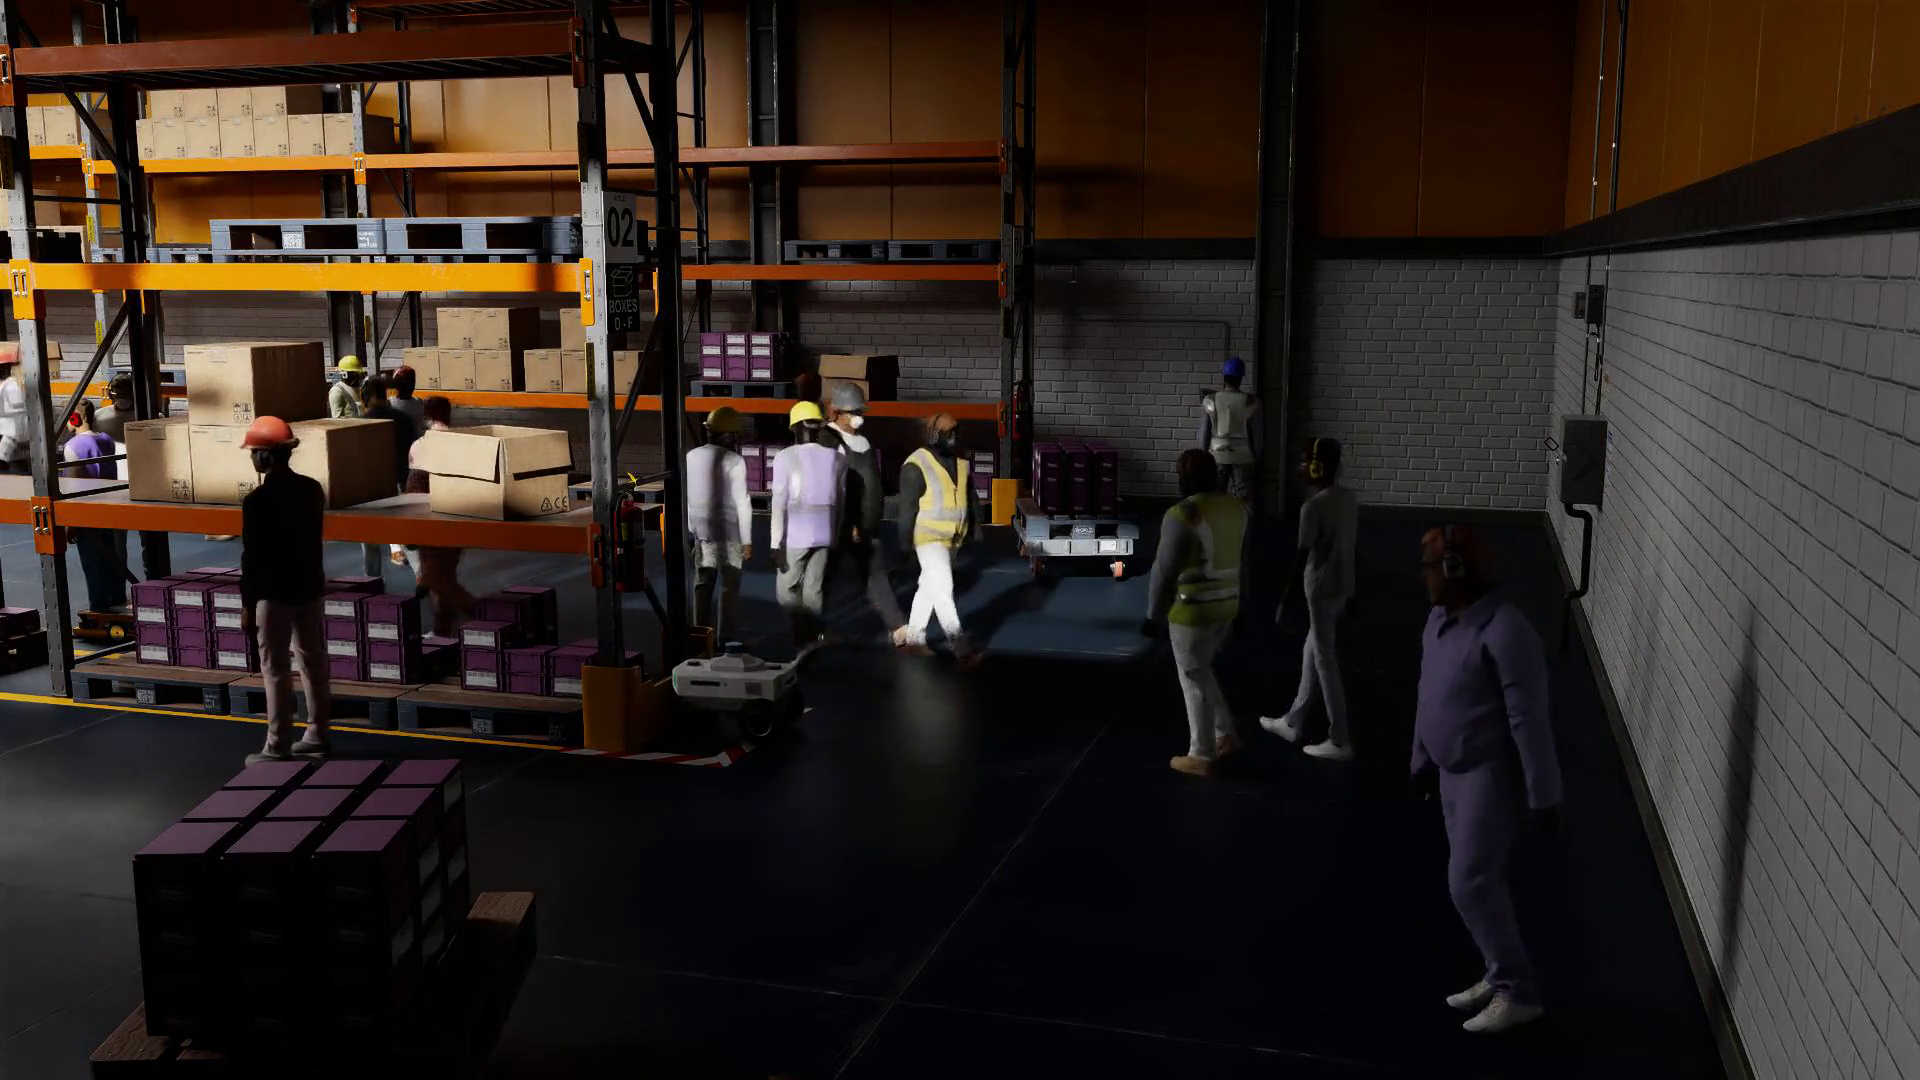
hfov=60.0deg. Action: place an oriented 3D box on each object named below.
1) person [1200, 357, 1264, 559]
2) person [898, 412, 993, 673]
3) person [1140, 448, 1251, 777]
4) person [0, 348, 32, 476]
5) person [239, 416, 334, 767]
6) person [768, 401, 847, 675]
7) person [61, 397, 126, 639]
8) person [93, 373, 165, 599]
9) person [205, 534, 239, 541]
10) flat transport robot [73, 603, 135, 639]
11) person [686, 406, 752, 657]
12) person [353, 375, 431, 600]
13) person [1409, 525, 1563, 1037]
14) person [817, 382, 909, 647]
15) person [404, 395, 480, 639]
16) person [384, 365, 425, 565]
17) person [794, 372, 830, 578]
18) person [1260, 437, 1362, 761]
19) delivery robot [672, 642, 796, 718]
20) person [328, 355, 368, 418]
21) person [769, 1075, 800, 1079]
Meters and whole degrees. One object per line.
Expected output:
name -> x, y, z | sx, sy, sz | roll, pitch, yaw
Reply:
person -> 2.620, -0.785, 16.041 | 0.615, 1.945, 0.404 | 2, 10, 14
person -> -0.081, 0.008, 11.658 | 0.932, 1.793, 0.639 | 7, 12, 36
person -> 1.302, 0.406, 9.188 | 0.473, 1.821, 0.623 | 9, 13, 42
person -> -10.843, -1.207, 18.783 | 0.853, 1.897, 0.555 | -6, 11, -33
person -> -3.788, 0.299, 9.312 | 0.403, 1.993, 0.618 | 3, 10, 18
person -> -1.064, -0.008, 11.508 | 0.653, 1.877, 0.542 | -6, 11, -34
person -> -6.572, -0.171, 12.645 | 0.380, 1.836, 0.560 | 0, 9, 1
person -> -6.942, -0.430, 13.921 | 0.628, 1.935, 0.373 | -4, 10, -24
person -> -7.656, -0.898, 17.089 | 0.339, 1.840, 0.511 | -1, 9, -3
flat transport robot -> -5.906, 0.611, 12.632 | 1.431, 0.197, 0.652 | 2, 10, 15
person -> -1.729, -0.054, 11.996 | 0.606, 1.818, 0.403 | 6, 11, 34
person -> -4.790, -0.420, 13.902 | 0.811, 1.918, 0.639 | 7, 12, 38
person -> 1.935, 0.874, 6.182 | 0.517, 1.867, 0.666 | -1, 9, -5
person -> -0.757, -0.187, 12.117 | 1.018, 2.000, 0.694 | 6, 11, 33
person -> -3.729, -0.118, 12.198 | 0.766, 1.879, 0.668 | 4, 10, 21
person -> -5.259, -0.717, 15.827 | 0.355, 1.883, 0.576 | 7, 11, 35
person -> -1.310, -0.583, 15.077 | 0.368, 1.865, 0.635 | 3, 10, 18
person -> 1.971, 0.329, 9.556 | 0.750, 1.843, 0.564 | 8, 12, 40
delivery robot -> -1.358, 0.856, 9.992 | 0.707, 0.478, 0.477 | 2, 10, 11
person -> -6.770, -1.137, 18.542 | 0.403, 1.834, 0.586 | 1, 9, 3
person -> -0.247, 1.587, 2.544 | 0.509, 1.631, 0.268 | -1, 9, -6
